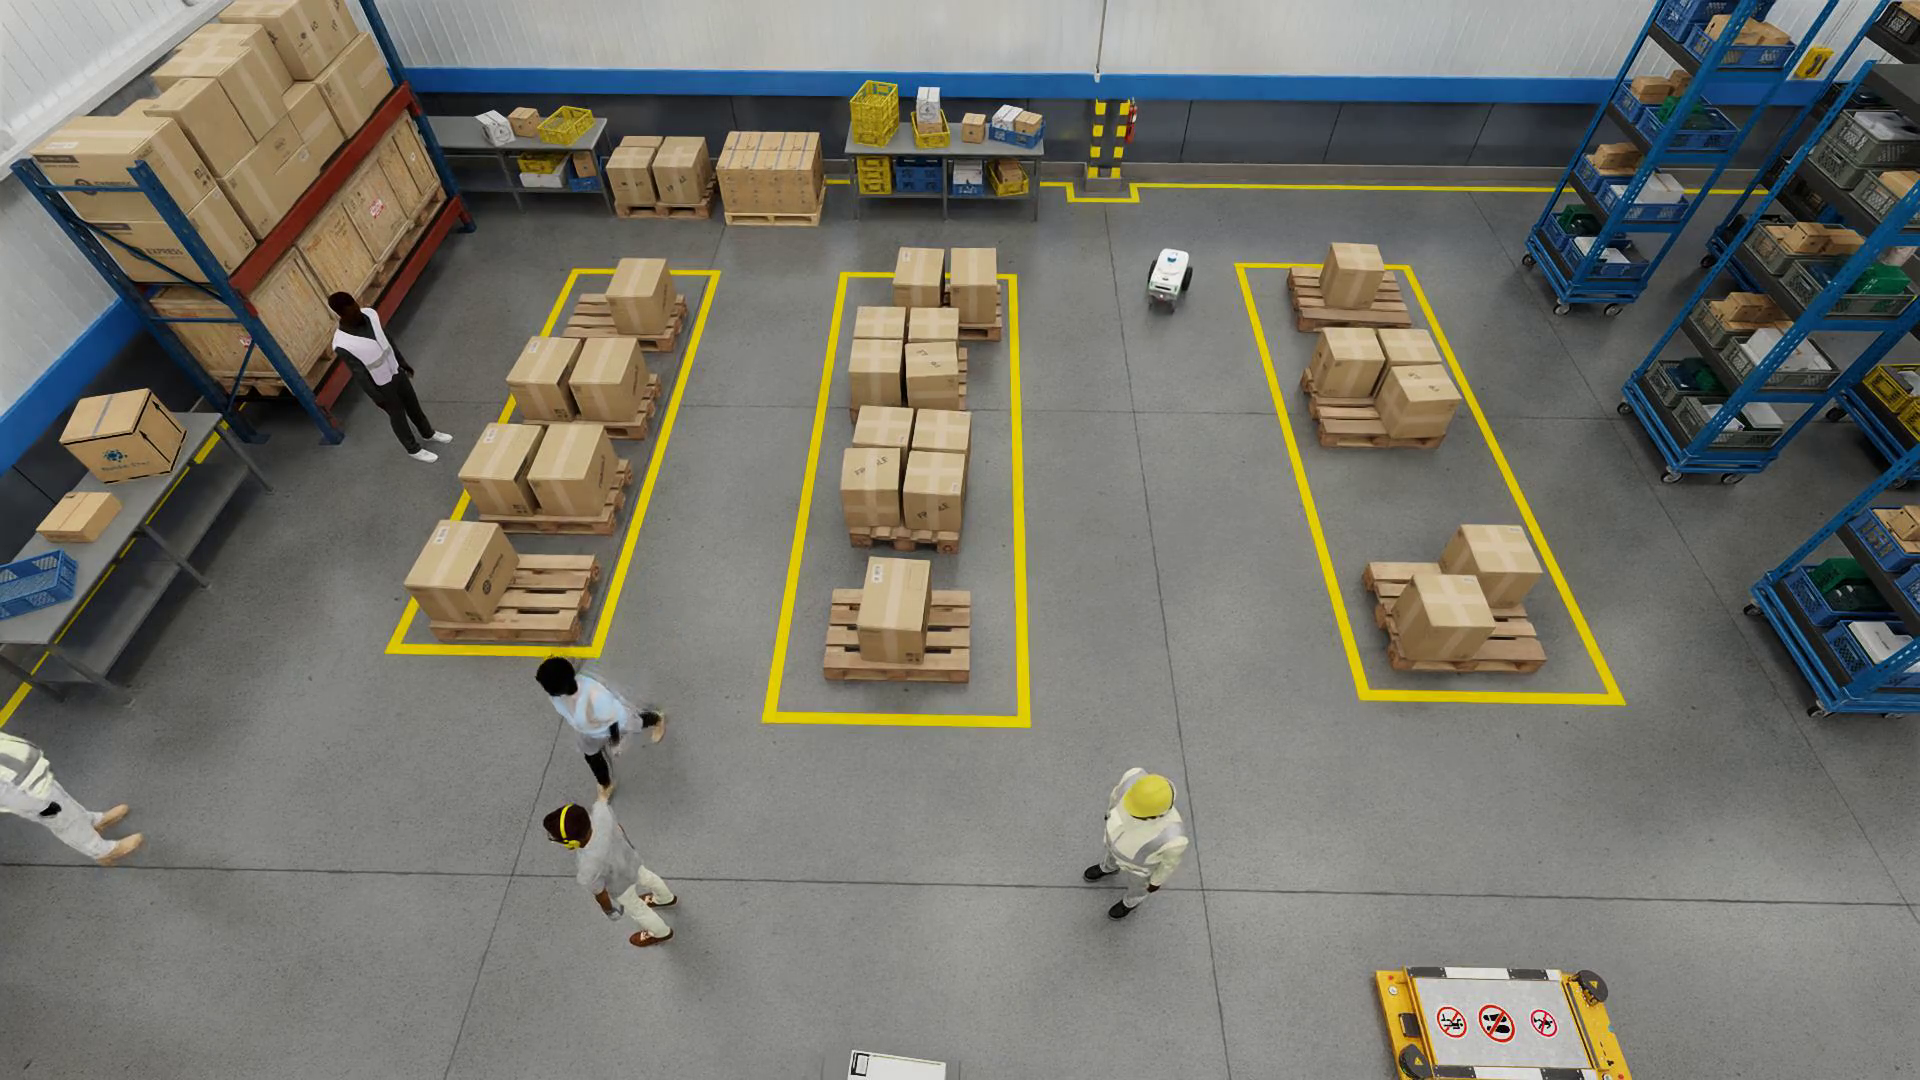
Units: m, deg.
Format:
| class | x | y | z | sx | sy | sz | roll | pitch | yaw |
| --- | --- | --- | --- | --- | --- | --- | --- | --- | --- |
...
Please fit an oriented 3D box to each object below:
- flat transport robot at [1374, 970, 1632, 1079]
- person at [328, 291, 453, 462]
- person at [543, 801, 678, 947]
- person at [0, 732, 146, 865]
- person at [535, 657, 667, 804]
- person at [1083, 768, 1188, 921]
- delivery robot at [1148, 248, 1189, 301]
| class | x | y | z | sx | sy | sz | roll | pitch | yaw |
| --- | --- | --- | --- | --- | --- | --- | --- | --- | --- |
| flat transport robot | 3.501 | 3.133 | 5.914 | 1.431 | 0.197 | 0.652 | 1 | 51 | 1 |
| person | -5.446 | -1.539 | 8.677 | 0.393 | 1.911 | 0.583 | 3 | 51 | 2 |
| person | -2.152 | 2.095 | 5.747 | 0.328 | 1.861 | 0.502 | 1 | 51 | 0 |
| person | -6.287 | 1.623 | 6.143 | 0.627 | 1.839 | 0.429 | 33 | 58 | 24 |
| person | -2.558 | 1.236 | 6.578 | 0.530 | 1.652 | 0.886 | 11 | 52 | 9 |
| person | 1.112 | 1.951 | 5.878 | 0.404 | 1.827 | 0.602 | -22 | 54 | -17 |
| delivery robot | 2.458 | -3.135 | 10.783 | 0.477 | 0.478 | 0.707 | 16 | 53 | 13 |
